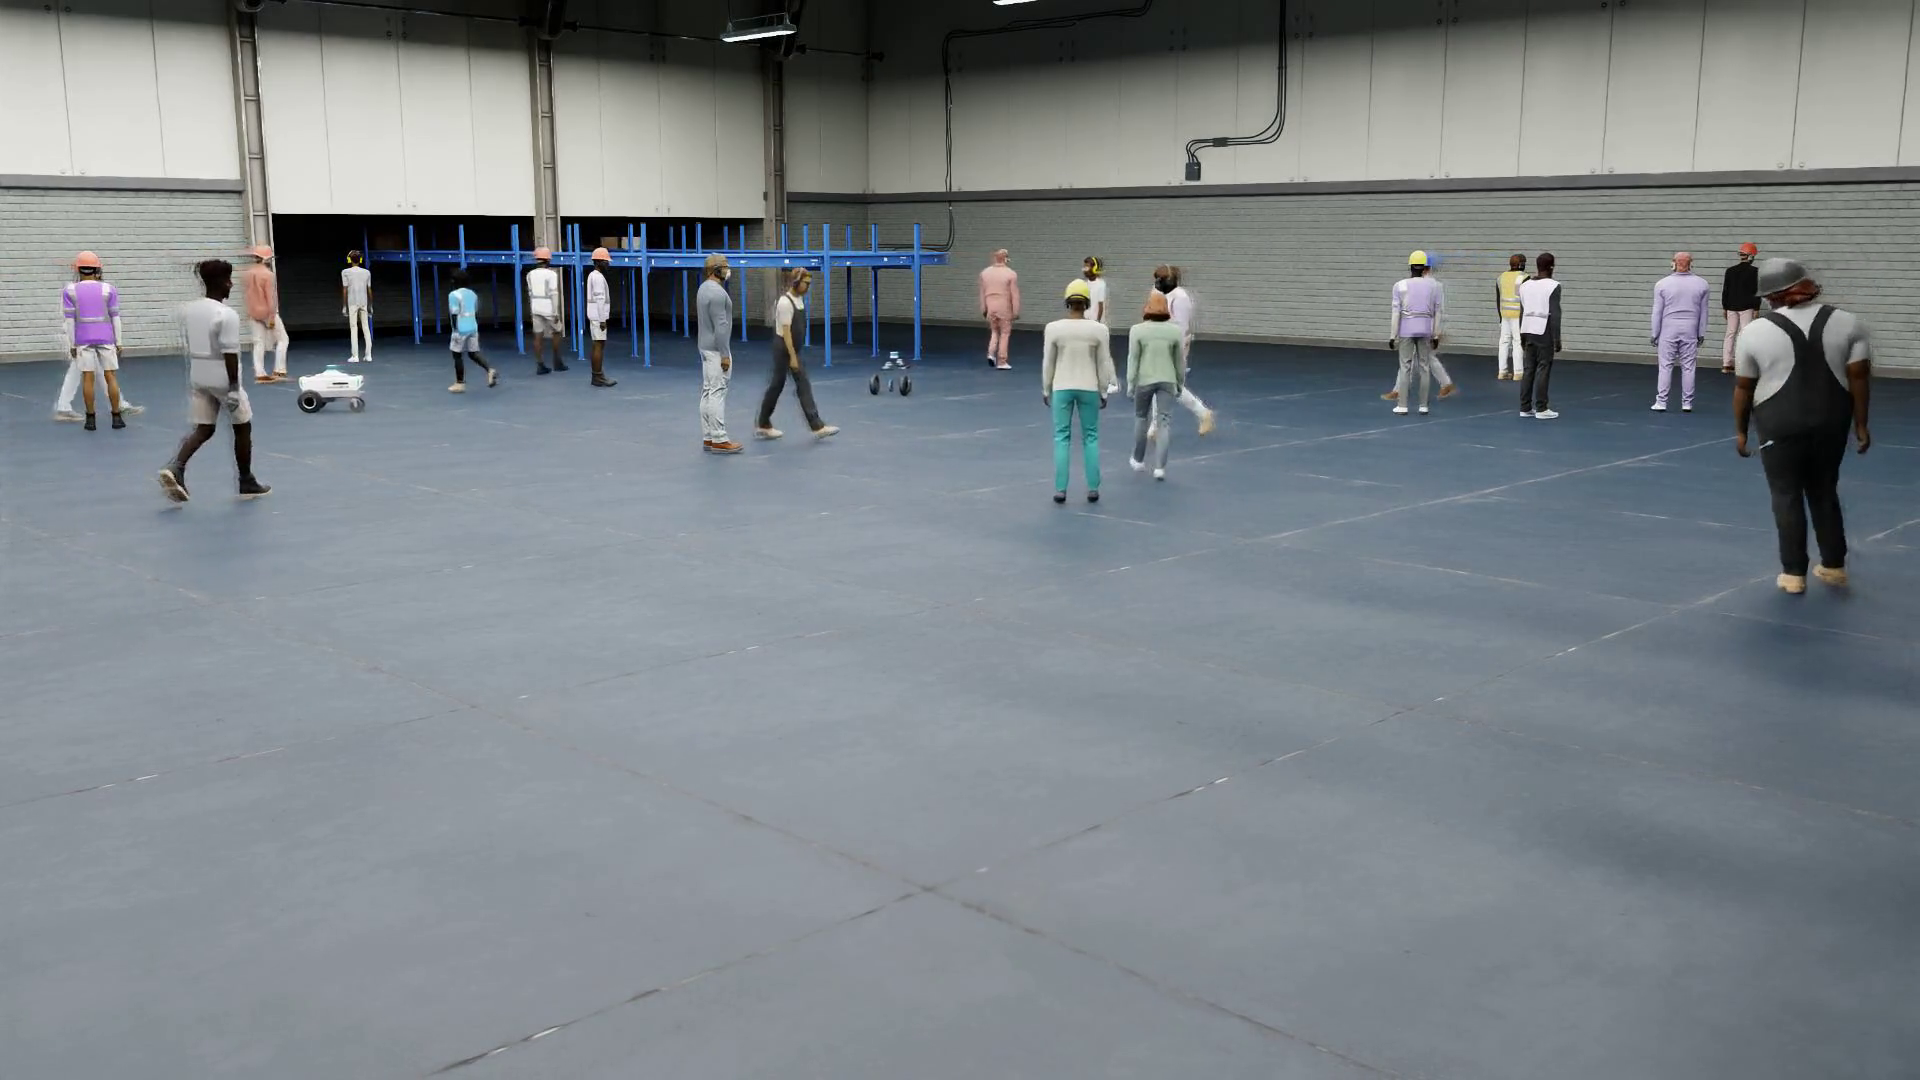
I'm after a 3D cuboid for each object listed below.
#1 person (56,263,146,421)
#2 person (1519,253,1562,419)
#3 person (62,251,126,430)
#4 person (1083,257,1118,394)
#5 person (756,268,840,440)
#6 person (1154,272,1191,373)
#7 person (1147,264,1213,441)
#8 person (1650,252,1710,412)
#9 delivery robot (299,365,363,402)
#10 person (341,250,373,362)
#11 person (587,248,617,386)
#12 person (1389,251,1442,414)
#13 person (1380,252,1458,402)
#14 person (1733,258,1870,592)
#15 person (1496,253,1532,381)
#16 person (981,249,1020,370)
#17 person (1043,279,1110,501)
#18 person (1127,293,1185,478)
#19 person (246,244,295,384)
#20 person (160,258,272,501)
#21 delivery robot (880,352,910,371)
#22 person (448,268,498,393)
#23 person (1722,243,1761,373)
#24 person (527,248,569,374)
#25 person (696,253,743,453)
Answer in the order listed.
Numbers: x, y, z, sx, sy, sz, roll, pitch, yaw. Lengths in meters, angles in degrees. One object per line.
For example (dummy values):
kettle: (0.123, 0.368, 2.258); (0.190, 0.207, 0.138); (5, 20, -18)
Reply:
person: (-9.895, -2.265, 18.964); (0.950, 1.831, 0.668); (-5, 12, -26)
person: (6.754, -2.382, 19.390); (0.422, 1.909, 0.588); (-5, 12, -26)
person: (-9.496, -2.190, 18.251); (0.543, 1.939, 0.356); (-5, 12, -26)
person: (1.726, -2.856, 22.219); (0.981, 1.814, 0.563); (-6, 12, -28)
person: (-1.724, -1.920, 17.217); (0.968, 1.775, 0.521); (4, 11, 21)
person: (3.156, -3.264, 25.033); (0.808, 1.600, 0.514); (-9, 14, -41)
person: (2.223, -1.927, 17.145); (0.697, 1.817, 0.643); (-3, 11, -14)
person: (8.637, -2.498, 20.012); (0.643, 1.910, 0.411); (2, 11, 8)
delivery robot: (-7.635, -1.884, 20.215); (0.707, 0.478, 0.477); (-2, 11, -12)
person: (-10.117, -3.921, 27.906); (0.515, 1.866, 0.318); (-9, 14, -42)
person: (-5.078, -3.154, 23.518); (0.375, 1.934, 0.547); (-4, 11, -20)
person: (5.396, -2.460, 19.753); (0.595, 1.925, 0.373); (0, 10, -1)
person: (5.941, -2.727, 21.275); (0.947, 1.911, 0.607); (2, 11, 10)
person: (5.008, -0.705, 9.988); (0.756, 2.000, 0.553); (2, 11, 10)
person: (8.170, -3.279, 24.447); (0.429, 1.847, 0.627); (-6, 12, -29)
person: (0.664, -3.637, 26.273); (0.668, 1.888, 0.439); (7, 12, 32)
person: (0.926, -1.184, 13.250); (0.527, 1.767, 0.335); (0, 10, 0)
person: (1.715, -1.374, 14.697); (0.532, 1.596, 0.787); (-1, 10, -4)
person: (-9.941, -3.251, 23.935); (0.625, 1.974, 0.651); (6, 12, 28)
person: (-5.952, -1.259, 13.181); (0.612, 1.941, 0.839); (5, 11, 25)
delivery robot: (-0.891, -2.420, 22.428); (0.335, 0.223, 0.698); (3, 11, 14)
person: (-6.613, -2.825, 22.434); (0.652, 1.680, 0.542); (4, 11, 22)
person: (12.040, -3.565, 25.592); (0.397, 1.992, 0.621); (-6, 12, -30)
person: (-6.341, -3.529, 25.617); (0.566, 1.908, 0.771); (4, 11, 20)
person: (-2.383, -1.836, 16.319); (0.373, 1.940, 0.628); (-5, 11, -24)
